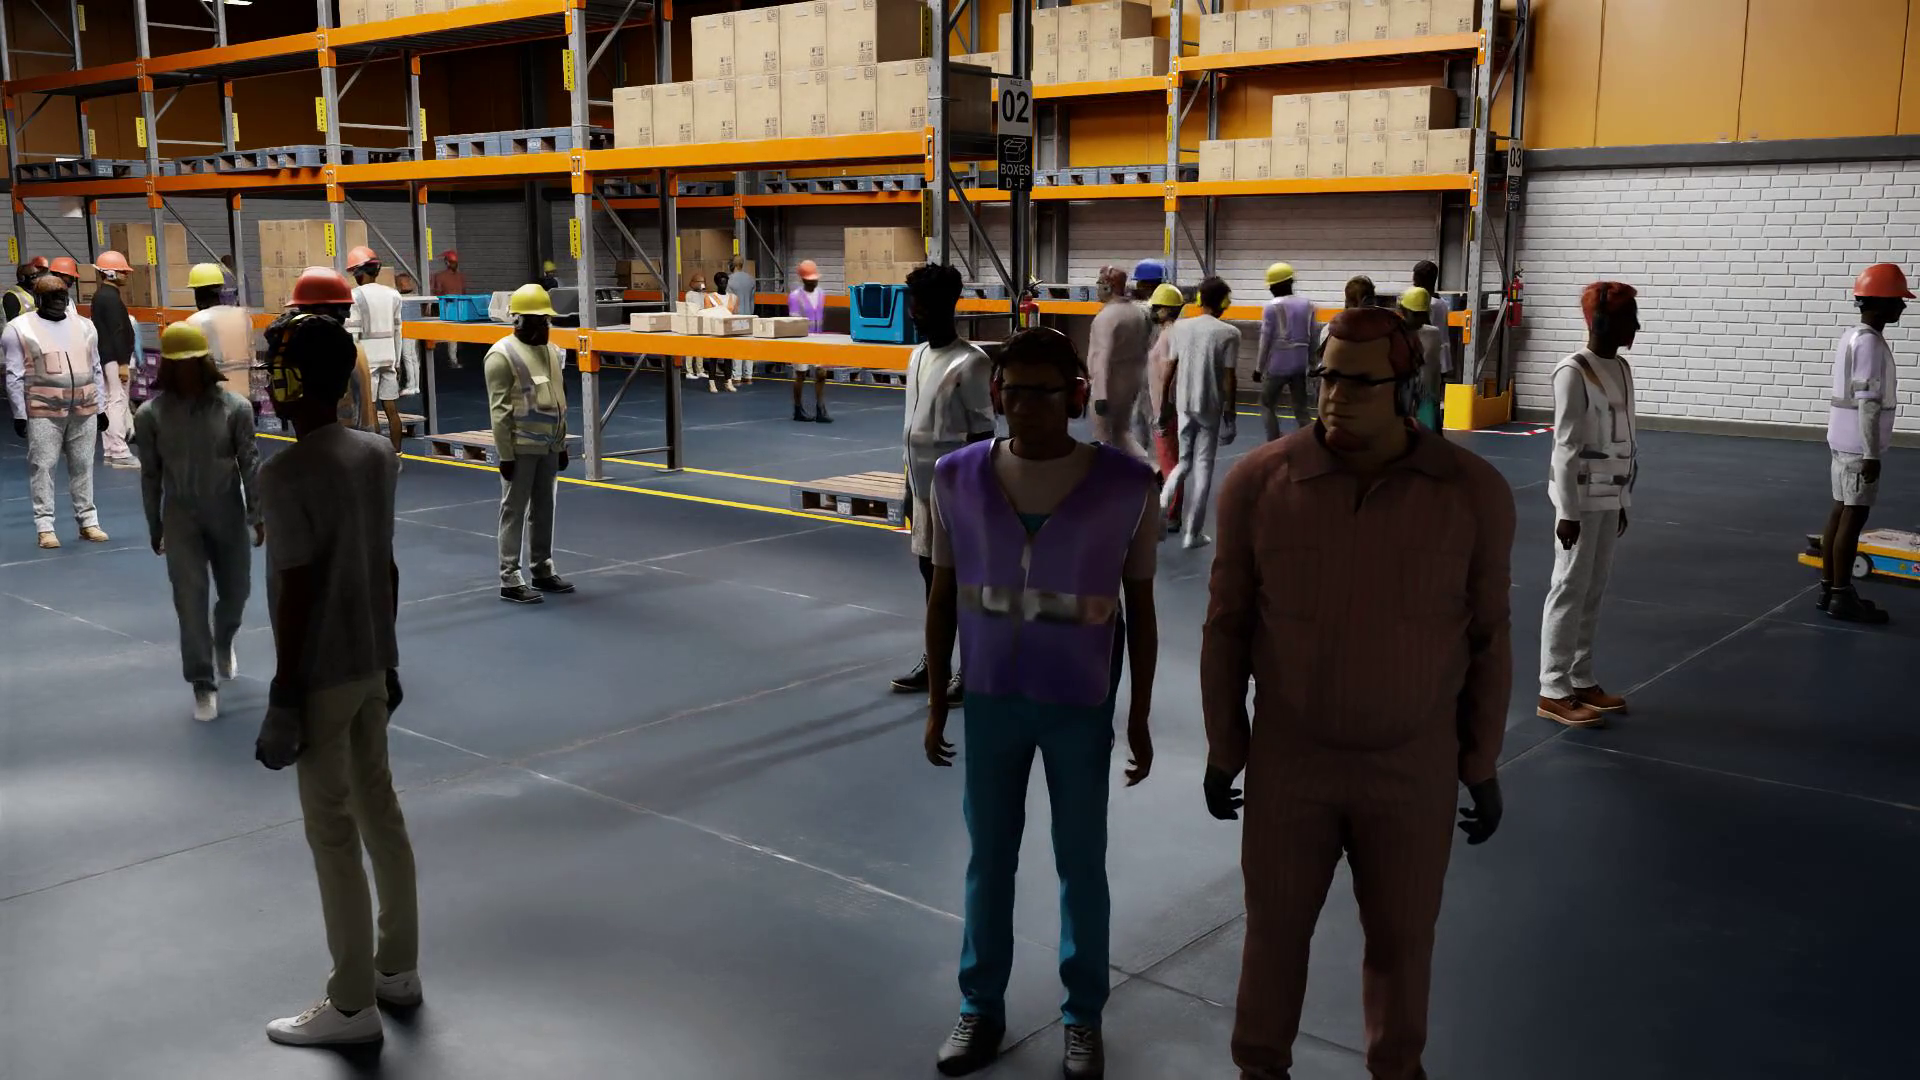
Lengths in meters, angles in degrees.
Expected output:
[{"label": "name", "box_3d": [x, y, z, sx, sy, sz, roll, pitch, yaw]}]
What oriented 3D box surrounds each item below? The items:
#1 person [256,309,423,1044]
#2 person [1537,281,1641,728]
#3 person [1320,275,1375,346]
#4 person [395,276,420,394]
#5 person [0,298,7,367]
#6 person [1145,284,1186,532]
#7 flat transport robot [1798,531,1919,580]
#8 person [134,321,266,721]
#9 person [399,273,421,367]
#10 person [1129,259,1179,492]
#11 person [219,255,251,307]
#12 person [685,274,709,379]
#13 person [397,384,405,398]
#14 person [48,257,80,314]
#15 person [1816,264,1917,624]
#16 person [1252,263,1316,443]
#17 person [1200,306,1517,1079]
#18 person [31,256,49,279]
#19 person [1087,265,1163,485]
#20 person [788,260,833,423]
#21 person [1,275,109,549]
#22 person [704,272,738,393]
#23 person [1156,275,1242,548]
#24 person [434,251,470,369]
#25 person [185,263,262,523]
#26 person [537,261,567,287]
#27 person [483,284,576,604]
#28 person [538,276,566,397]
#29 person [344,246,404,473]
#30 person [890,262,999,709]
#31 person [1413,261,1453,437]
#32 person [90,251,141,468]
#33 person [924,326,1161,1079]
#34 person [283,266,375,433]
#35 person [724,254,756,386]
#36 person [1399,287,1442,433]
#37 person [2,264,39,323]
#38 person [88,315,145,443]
[{"label": "person", "box_3d": [-1.610, 0.355, 4.247, 0.323, 1.871, 0.528, 2, 10, 12]}, {"label": "person", "box_3d": [2.702, -0.156, 7.112, 0.342, 1.883, 0.586, 9, 13, 41]}, {"label": "person", "box_3d": [2.644, -0.835, 11.111, 0.507, 1.840, 0.343, 6, 12, 32]}, {"label": "person", "box_3d": [-7.690, -2.831, 23.059, 0.284, 1.633, 0.497, 0, 10, 2]}, {"label": "person", "box_3d": [-13.126, -2.712, 22.443, 0.556, 1.603, 0.657, -2, 10, -10]}, {"label": "person", "box_3d": [1.462, -0.937, 11.893, 0.307, 1.770, 0.533, 3, 10, 14]}, {"label": "flat transport robot", "box_3d": [5.931, 0.135, 10.050, 0.652, 0.197, 1.431, -6, 11, -29]}, {"label": "person", "box_3d": [-3.355, -0.115, 7.364, 0.491, 1.719, 0.733, -5, 11, -28]}, {"label": "person", "box_3d": [-9.443, -3.714, 28.179, 0.816, 1.601, 0.505, 0, 10, -1]}, {"label": "person", "box_3d": [1.480, -1.367, 13.879, 0.786, 1.922, 0.638, 6, 12, 30]}, {"label": "person", "box_3d": [-12.447, -3.904, 28.413, 0.643, 1.902, 0.399, -3, 10, -17]}, {"label": "person", "box_3d": [-4.076, -3.315, 25.850, 0.283, 1.629, 0.503, 7, 12, 33]}, {"label": "person", "box_3d": [-7.895, -2.842, 22.437, 0.802, 1.878, 0.391, 5, 11, 25]}, {"label": "person", "box_3d": [-9.456, -2.023, 17.609, 0.374, 1.932, 0.542, -3, 10, -15]}, {"label": "person", "box_3d": [4.928, -0.524, 9.057, 0.361, 1.938, 0.545, 3, 10, 17]}, {"label": "person", "box_3d": [2.988, -1.576, 15.189, 0.617, 1.883, 0.586, -6, 12, -32]}, {"label": "person", "box_3d": [0.836, 0.459, 3.555, 0.651, 1.904, 0.401, 2, 10, 12]}, {"label": "person", "box_3d": [-13.278, -3.147, 24.095, 0.553, 1.907, 0.493, 0, 10, -1]}, {"label": "person", "box_3d": [1.226, -1.179, 12.906, 0.621, 1.892, 0.659, 7, 12, 33]}, {"label": "person", "box_3d": [-1.752, -2.275, 19.195, 0.574, 1.874, 0.758, -9, 14, -43]}, {"label": "person", "box_3d": [-6.120, -0.873, 11.323, 0.429, 1.840, 0.635, 8, 13, 38]}, {"label": "person", "box_3d": [-3.331, -2.903, 23.280, 0.540, 1.697, 0.317, -7, 12, -34]}, {"label": "person", "box_3d": [1.568, -0.837, 11.103, 0.571, 1.839, 0.603, 6, 12, 31]}, {"label": "person", "box_3d": [-8.463, -3.859, 27.931, 0.679, 1.968, 0.617, 6, 12, 31]}, {"label": "person", "box_3d": [-5.464, -1.064, 12.201, 0.534, 1.908, 0.622, 4, 11, 19]}, {"label": "person", "box_3d": [-6.994, -3.816, 28.214, 0.898, 1.785, 0.621, 9, 13, 41]}, {"label": "person", "box_3d": [-2.457, -0.551, 9.556, 0.404, 1.823, 0.590, 4, 11, 22]}, {"label": "person", "box_3d": [-4.890, -2.326, 20.005, 0.321, 1.695, 0.530, -3, 10, -14]}, {"label": "person", "box_3d": [-5.230, -1.579, 14.780, 0.381, 2.039, 0.606, 6, 11, 29]}, {"label": "person", "box_3d": [-0.076, -0.237, 7.367, 0.366, 1.955, 0.614, -6, 12, -32]}, {"label": "person", "box_3d": [3.989, -1.413, 14.183, 0.391, 1.916, 0.590, 6, 11, 30]}, {"label": "person", "box_3d": [-7.791, -1.663, 15.379, 0.397, 1.992, 0.623, -8, 13, -38]}, {"label": "person", "box_3d": [0.196, 0.400, 4.064, 0.572, 1.840, 0.373, 2, 10, 14]}, {"label": "person", "box_3d": [-2.879, -0.280, 7.669, 0.356, 1.937, 0.552, -2, 10, -11]}, {"label": "person", "box_3d": [-3.276, -3.243, 24.536, 0.372, 1.940, 0.631, 7, 12, 34]}, {"label": "person", "box_3d": [3.437, -1.056, 12.660, 0.548, 1.723, 0.546, -2, 10, -9]}, {"label": "person", "box_3d": [-11.122, -2.383, 19.945, 0.429, 1.836, 0.620, 2, 10, 10]}, {"label": "person", "box_3d": [-8.783, -1.814, 17.353, 0.812, 1.597, 0.531, 8, 13, 37]}]
